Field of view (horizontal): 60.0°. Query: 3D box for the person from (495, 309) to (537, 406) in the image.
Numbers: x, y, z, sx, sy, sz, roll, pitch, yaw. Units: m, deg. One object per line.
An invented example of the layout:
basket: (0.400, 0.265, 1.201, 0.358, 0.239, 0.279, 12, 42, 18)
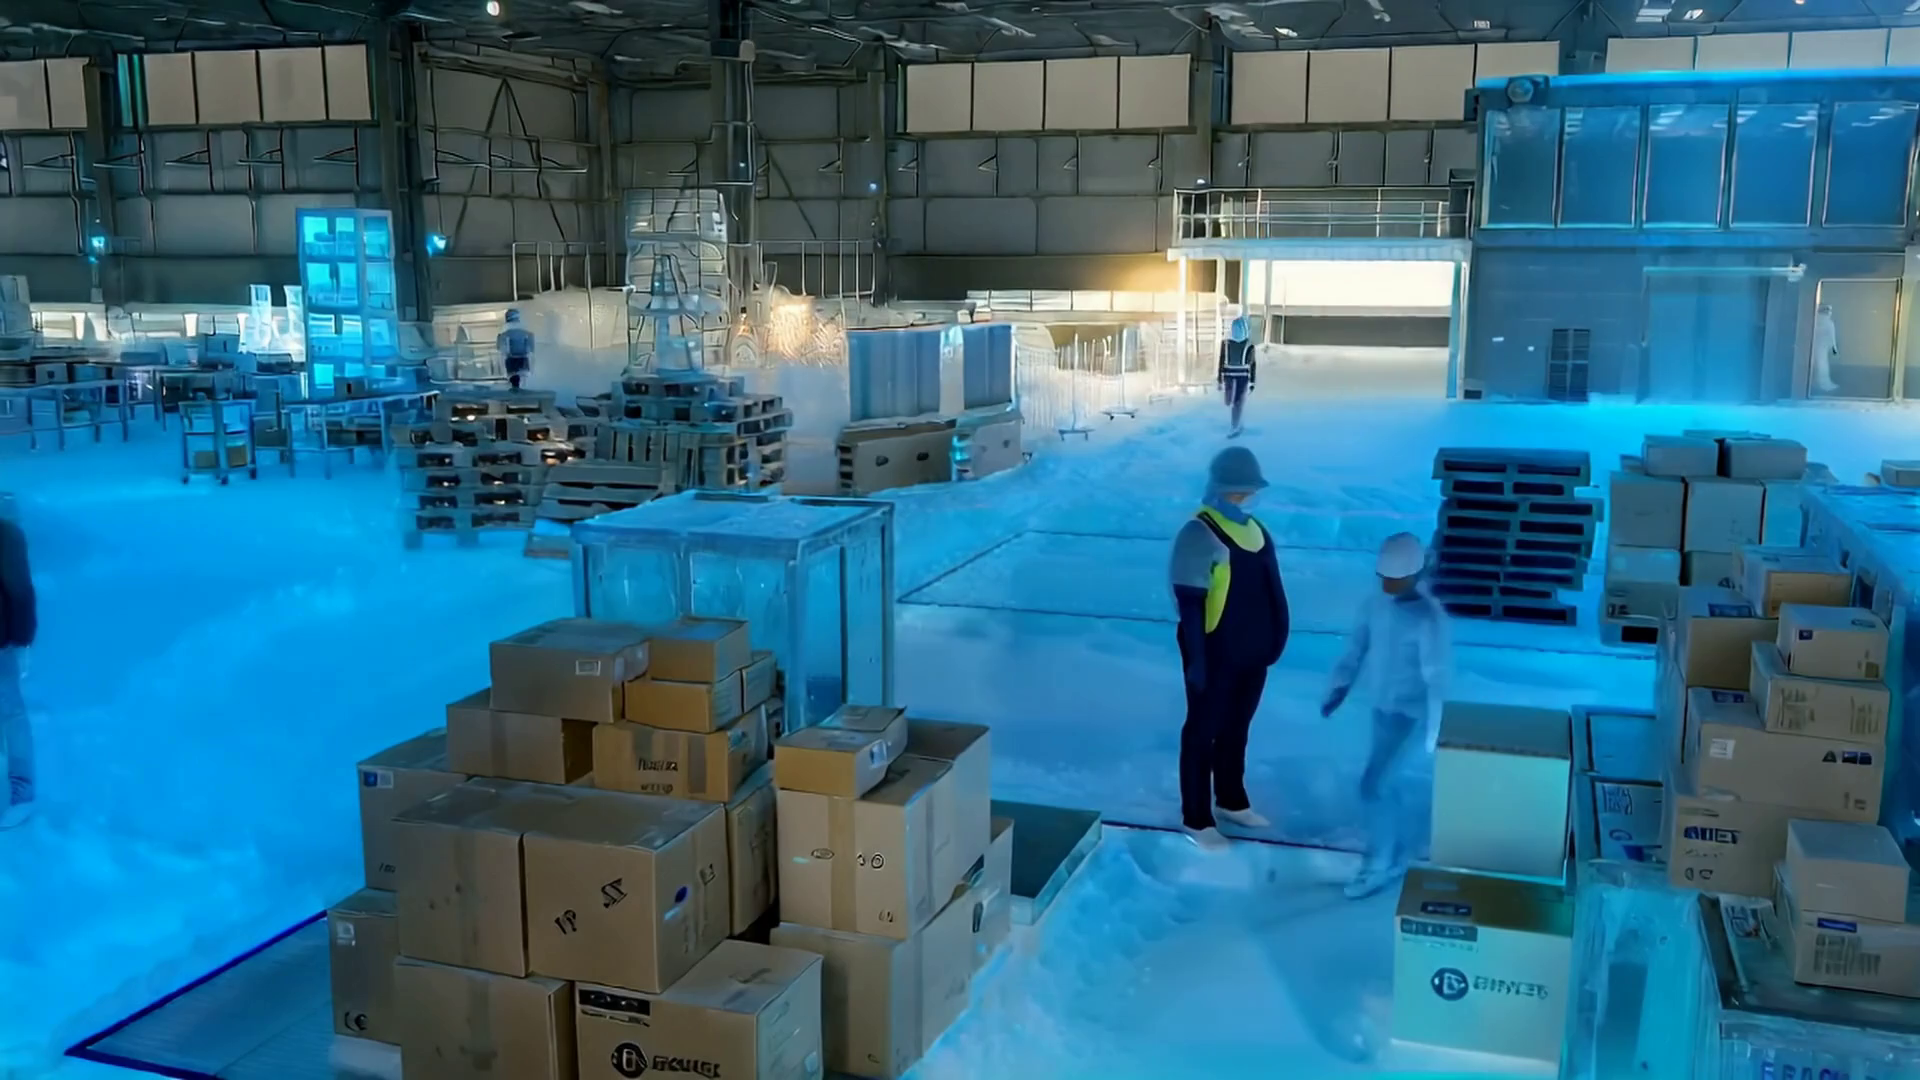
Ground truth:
person: (-7.280, -2.770, 27.171, 0.631, 1.985, 1.068, -6, 12, -32)

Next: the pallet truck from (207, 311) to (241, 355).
pallet truck: (-19.537, -5.575, 44.913, 0.653, 1.274, 1.630, 3, 11, 19)

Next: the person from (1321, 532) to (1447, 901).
person: (1.952, 0.811, 7.744, 0.649, 1.737, 0.576, -3, 11, -18)

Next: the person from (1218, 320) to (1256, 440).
person: (4.362, -2.516, 26.113, 0.589, 1.865, 0.700, 6, 12, 31)

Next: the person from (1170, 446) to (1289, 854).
person: (1.397, 0.537, 8.417, 0.535, 2.000, 0.674, 9, 13, 40)

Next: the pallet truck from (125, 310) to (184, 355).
pallet truck: (-22.038, -5.665, 45.457, 0.704, 1.261, 1.522, 3, 11, 17)

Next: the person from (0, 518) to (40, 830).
person: (-5.106, 0.525, 8.608, 0.618, 1.993, 0.396, 1, 10, 5)

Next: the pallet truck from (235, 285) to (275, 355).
pallet truck: (-18.327, -5.835, 44.421, 0.823, 1.965, 1.885, 4, 11, 23)

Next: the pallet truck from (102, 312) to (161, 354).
pallet truck: (-23.057, -5.777, 46.261, 0.680, 1.201, 1.601, 3, 11, 19)

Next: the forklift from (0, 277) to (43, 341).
forklift: (-27.151, -6.329, 46.328, 1.157, 1.987, 2.680, 3, 11, 17)

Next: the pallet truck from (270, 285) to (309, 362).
pallet truck: (-17.147, -5.700, 43.663, 0.823, 1.965, 1.885, 3, 11, 17)
